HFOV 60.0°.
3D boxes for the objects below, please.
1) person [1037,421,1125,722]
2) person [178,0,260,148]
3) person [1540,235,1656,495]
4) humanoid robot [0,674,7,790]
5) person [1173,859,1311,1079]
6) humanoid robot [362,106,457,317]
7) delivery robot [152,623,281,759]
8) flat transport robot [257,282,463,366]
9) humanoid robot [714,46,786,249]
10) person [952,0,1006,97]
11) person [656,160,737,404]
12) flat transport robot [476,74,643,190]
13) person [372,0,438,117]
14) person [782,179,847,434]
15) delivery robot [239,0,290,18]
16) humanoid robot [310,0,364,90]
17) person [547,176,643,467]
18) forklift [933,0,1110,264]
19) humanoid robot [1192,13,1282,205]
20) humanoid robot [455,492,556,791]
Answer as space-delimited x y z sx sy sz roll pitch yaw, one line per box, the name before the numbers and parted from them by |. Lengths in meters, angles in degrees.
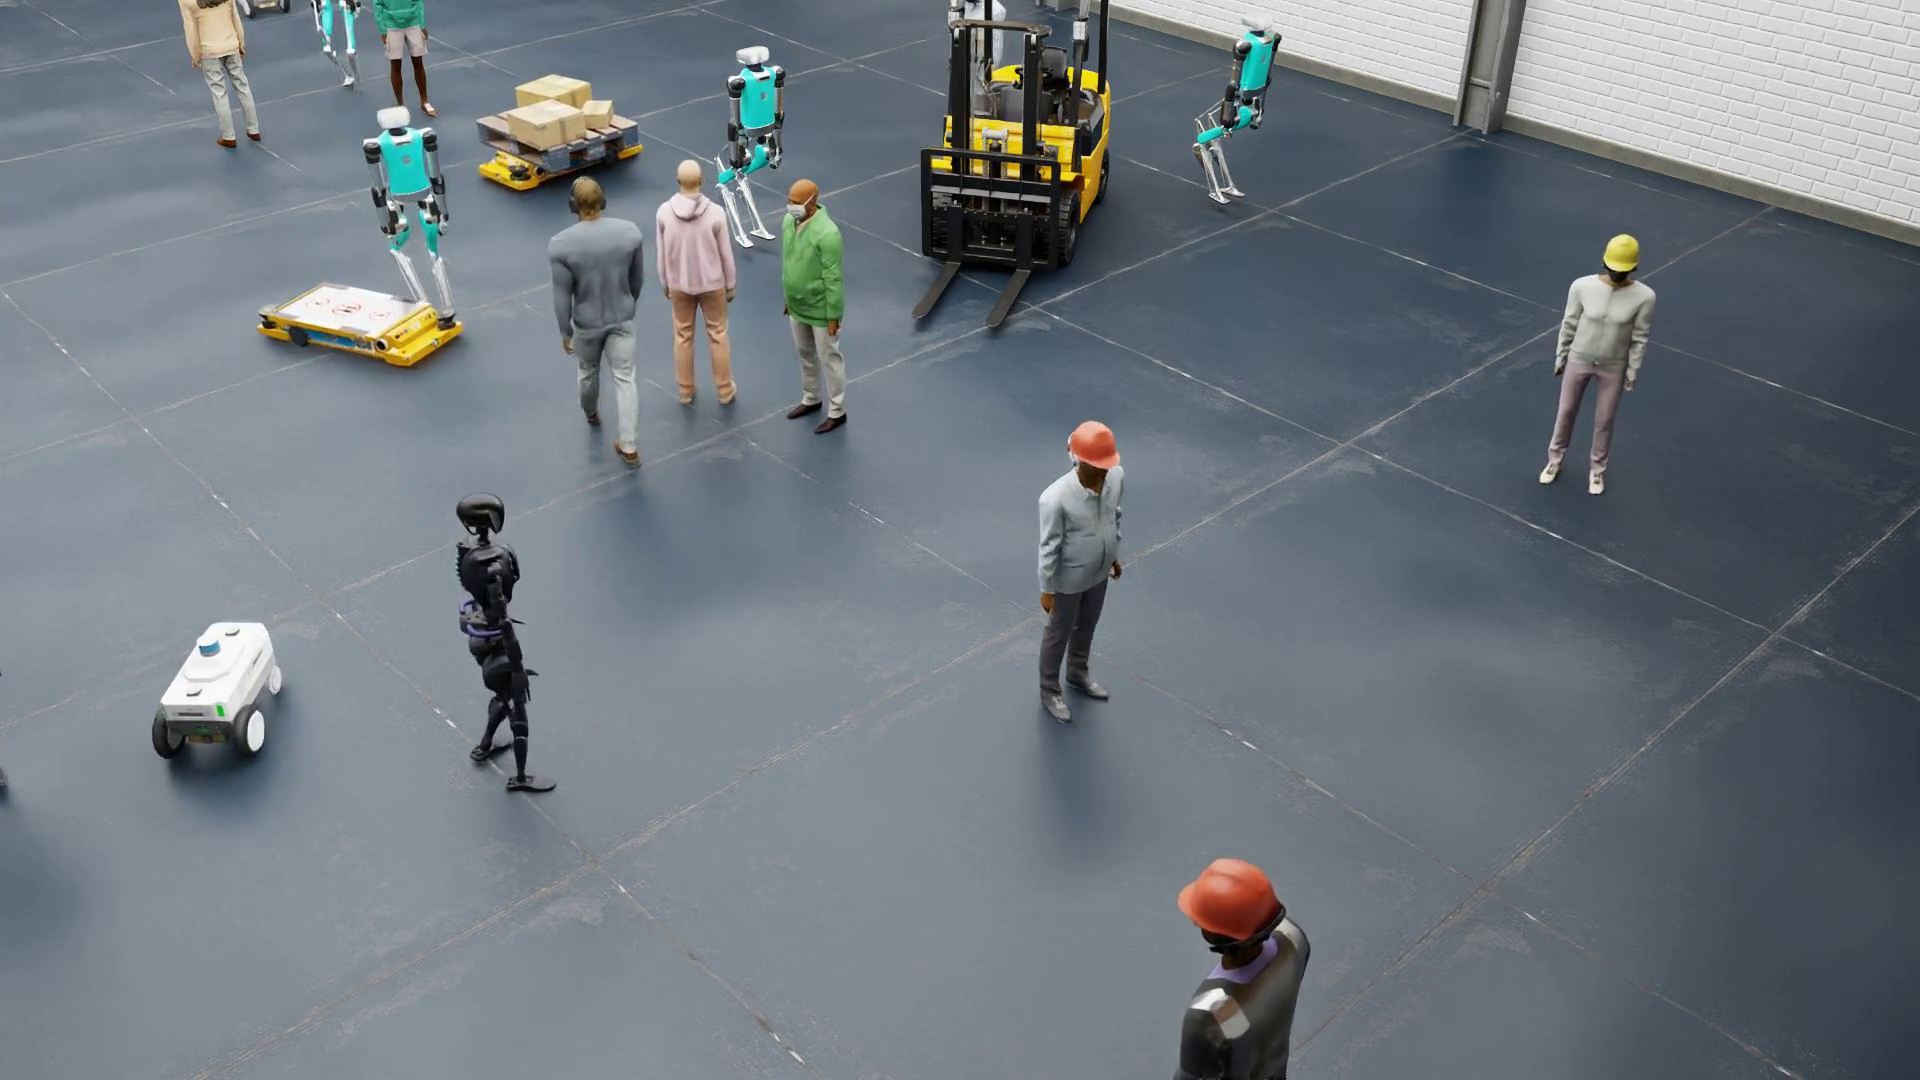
person | 0.644 0.155 8.582 0.574 1.745 0.353 -26 41 -34
person | -7.099 -4.704 15.932 0.414 1.877 0.553 27 42 35
person | 4.030 -1.106 10.509 0.524 1.760 0.336 13 35 19
humanoid robot | -4.957 0.621 7.931 0.315 1.649 0.610 27 42 35
person | 0.886 1.873 5.686 0.412 2.034 0.606 27 41 34
humanoid robot | -4.195 -2.454 12.650 0.554 1.833 0.751 -18 37 -25
delivery robot | -3.883 0.782 8.725 0.499 0.612 0.815 0 33 0
flat transport robot | -4.599 -1.659 12.723 1.431 0.231 0.659 13 35 19
humanoid robot | -1.798 -3.286 13.755 0.533 1.677 0.735 -27 41 -35
person | 0.151 -4.367 15.420 0.561 1.862 0.879 9 34 14
person | -1.816 -1.752 11.482 0.535 1.778 0.417 0 33 0
flat transport robot | -3.792 -3.669 15.812 0.659 0.231 1.431 27 42 35
person | -5.583 -5.151 16.642 0.495 1.851 0.404 -15 36 -22
person | -0.995 -1.588 11.233 0.547 1.779 0.384 27 42 35
delivery robot | -8.533 -6.694 20.198 0.499 0.593 0.797 -23 40 -31
humanoid robot | -6.556 -5.517 17.406 0.531 1.899 0.723 -4 33 -5
person | -2.373 -1.489 10.989 0.628 1.884 1.011 -13 35 -19
forklift | 0.570 -3.725 14.138 1.214 2.155 2.313 9 34 13
humanoid robot | 2.349 -3.816 14.576 0.531 1.669 0.750 -27 41 -35
humanoid robot | -2.279 0.492 8.120 0.387 1.643 0.599 -15 36 -22
